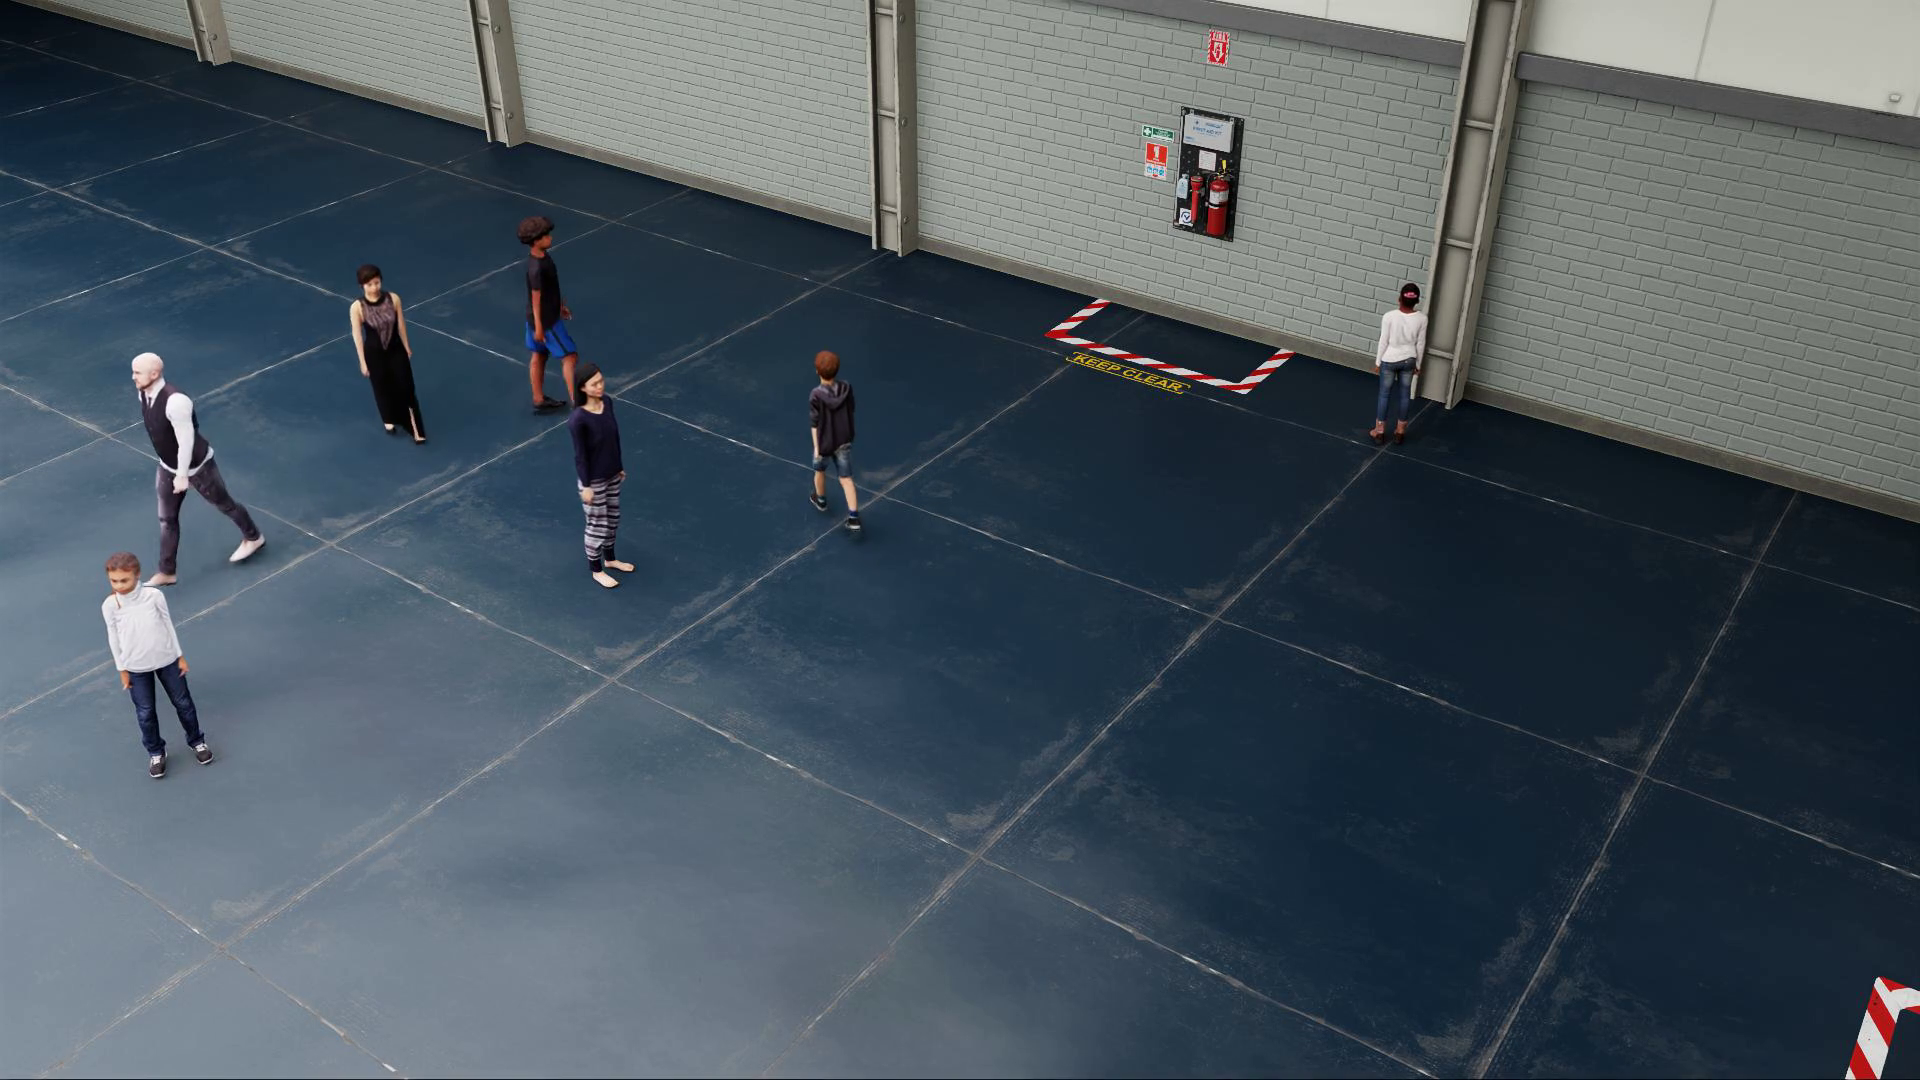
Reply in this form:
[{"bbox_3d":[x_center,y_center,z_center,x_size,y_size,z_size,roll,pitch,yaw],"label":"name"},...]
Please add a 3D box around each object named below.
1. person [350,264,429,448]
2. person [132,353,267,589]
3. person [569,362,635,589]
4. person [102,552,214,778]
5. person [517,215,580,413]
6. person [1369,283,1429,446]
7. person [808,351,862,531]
[{"bbox_3d":[-4.776,-1.546,13.744,0.854,1.562,1.088,-20,37,-28],"label":"person"},{"bbox_3d":[-5.461,-0.540,11.954,1.158,1.770,0.813,17,36,25],"label":"person"},{"bbox_3d":[-2.587,-0.488,11.905,0.556,1.733,0.631,14,35,21],"label":"person"},{"bbox_3d":[-4.928,0.729,10.143,0.613,1.556,0.628,-16,36,-24],"label":"person"},{"bbox_3d":[-3.596,-1.874,14.064,0.944,1.775,0.895,-8,33,-12],"label":"person"},{"bbox_3d":[3.619,-1.477,13.737,0.557,1.453,0.657,1,32,2],"label":"person"},{"bbox_3d":[-0.937,-0.718,12.569,0.825,1.414,1.042,-15,35,-22],"label":"person"}]
